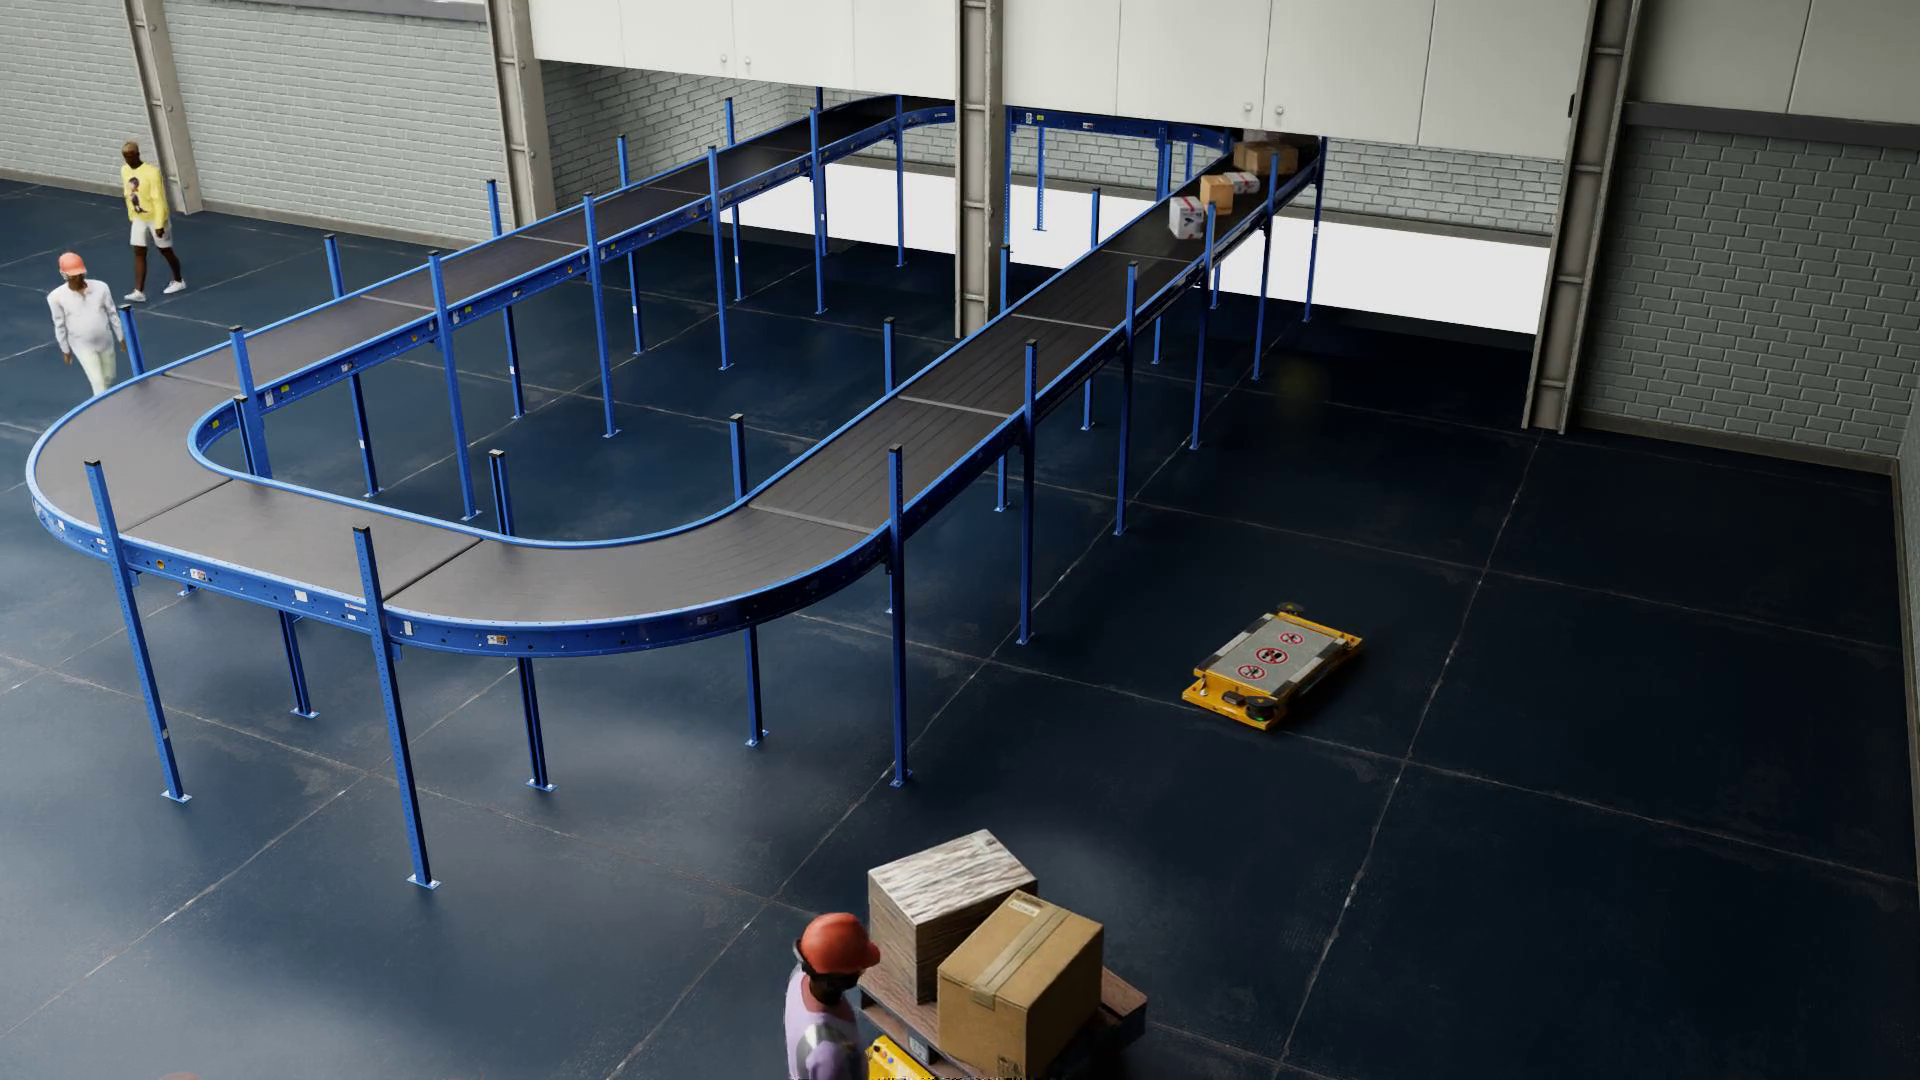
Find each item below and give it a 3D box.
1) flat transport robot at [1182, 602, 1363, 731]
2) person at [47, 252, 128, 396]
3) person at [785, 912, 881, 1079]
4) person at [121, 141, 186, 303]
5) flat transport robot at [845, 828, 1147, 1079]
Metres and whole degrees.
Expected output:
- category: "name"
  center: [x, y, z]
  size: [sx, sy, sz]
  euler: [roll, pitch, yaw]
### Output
- category: "flat transport robot"
  center: [2.220, 0.873, 11.717]
  size: [0.659, 0.231, 1.431]
  euler: [19, 32, 34]
- category: "person"
  center: [-8.183, -1.892, 15.649]
  size: [0.798, 1.719, 0.566]
  euler: [23, 35, 38]
- category: "person"
  center: [-0.499, 2.342, 6.788]
  size: [0.518, 2.027, 0.629]
  euler: [-6, 27, -11]
- category: "person"
  center: [-9.360, -3.644, 19.044]
  size: [0.611, 1.850, 0.949]
  euler: [7, 27, 13]
- category: "flat transport robot"
  center: [0.153, 2.506, 8.427]
  size: [1.431, 0.231, 0.659]
  euler: [-21, 34, -36]
